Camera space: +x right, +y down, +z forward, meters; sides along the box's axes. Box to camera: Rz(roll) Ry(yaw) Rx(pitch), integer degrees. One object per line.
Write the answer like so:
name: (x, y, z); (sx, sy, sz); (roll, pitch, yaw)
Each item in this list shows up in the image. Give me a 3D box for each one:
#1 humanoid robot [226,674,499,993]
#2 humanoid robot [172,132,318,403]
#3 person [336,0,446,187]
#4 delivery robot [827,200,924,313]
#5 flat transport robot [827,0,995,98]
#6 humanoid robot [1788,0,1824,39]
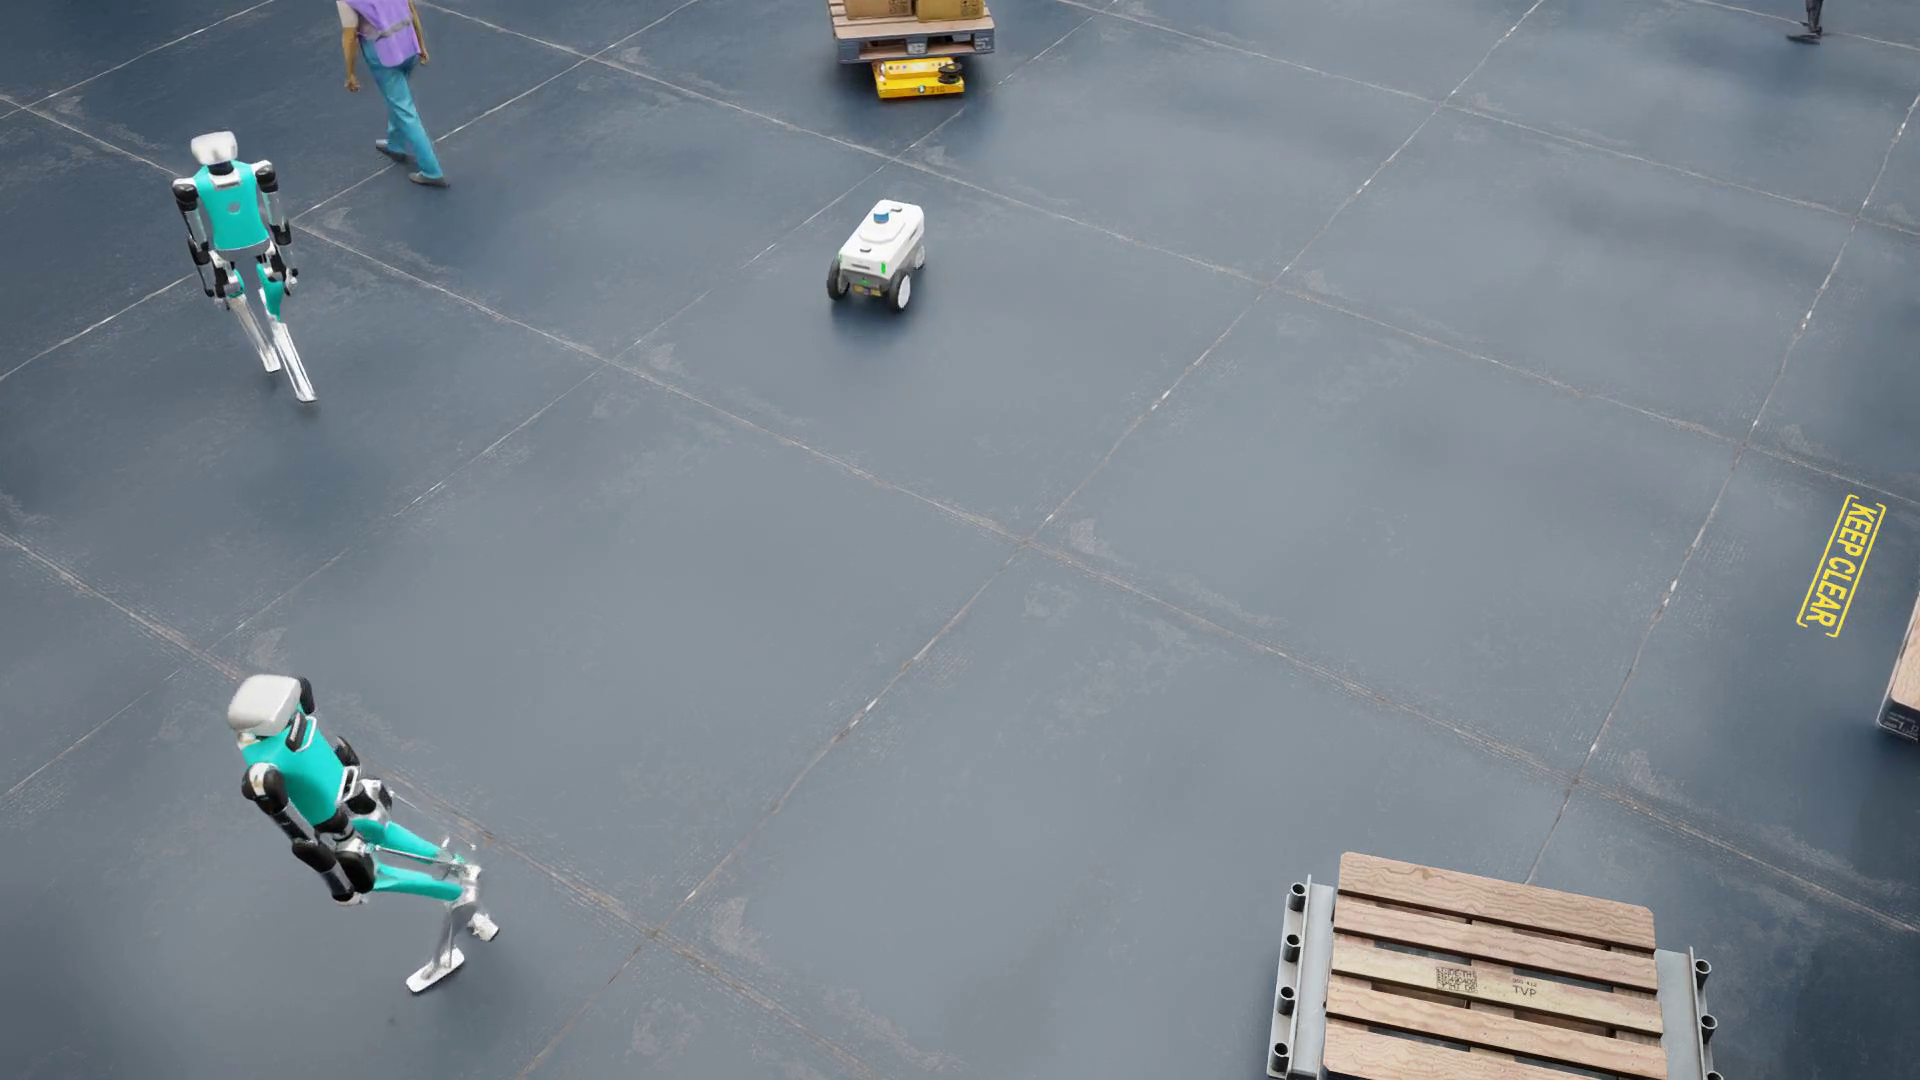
humanoid robot: (-2.148, 1.151, 6.398); (0.815, 1.781, 0.601); (-2, 42, -2)
humanoid robot: (-4.047, -1.570, 9.424); (0.550, 1.725, 1.012); (-22, 46, -23)
person: (-3.976, -3.305, 11.321); (0.875, 1.808, 0.591); (19, 45, 20)
delivery robot: (-0.496, -1.856, 10.635); (0.499, 0.586, 0.772); (14, 44, 15)
flat transport robot: (-0.403, -3.918, 13.164); (0.659, 0.231, 1.431); (-6, 42, -7)
humanoid robot: (6.956, -4.795, 13.110); (0.611, 1.629, 0.536); (-14, 44, -16)
